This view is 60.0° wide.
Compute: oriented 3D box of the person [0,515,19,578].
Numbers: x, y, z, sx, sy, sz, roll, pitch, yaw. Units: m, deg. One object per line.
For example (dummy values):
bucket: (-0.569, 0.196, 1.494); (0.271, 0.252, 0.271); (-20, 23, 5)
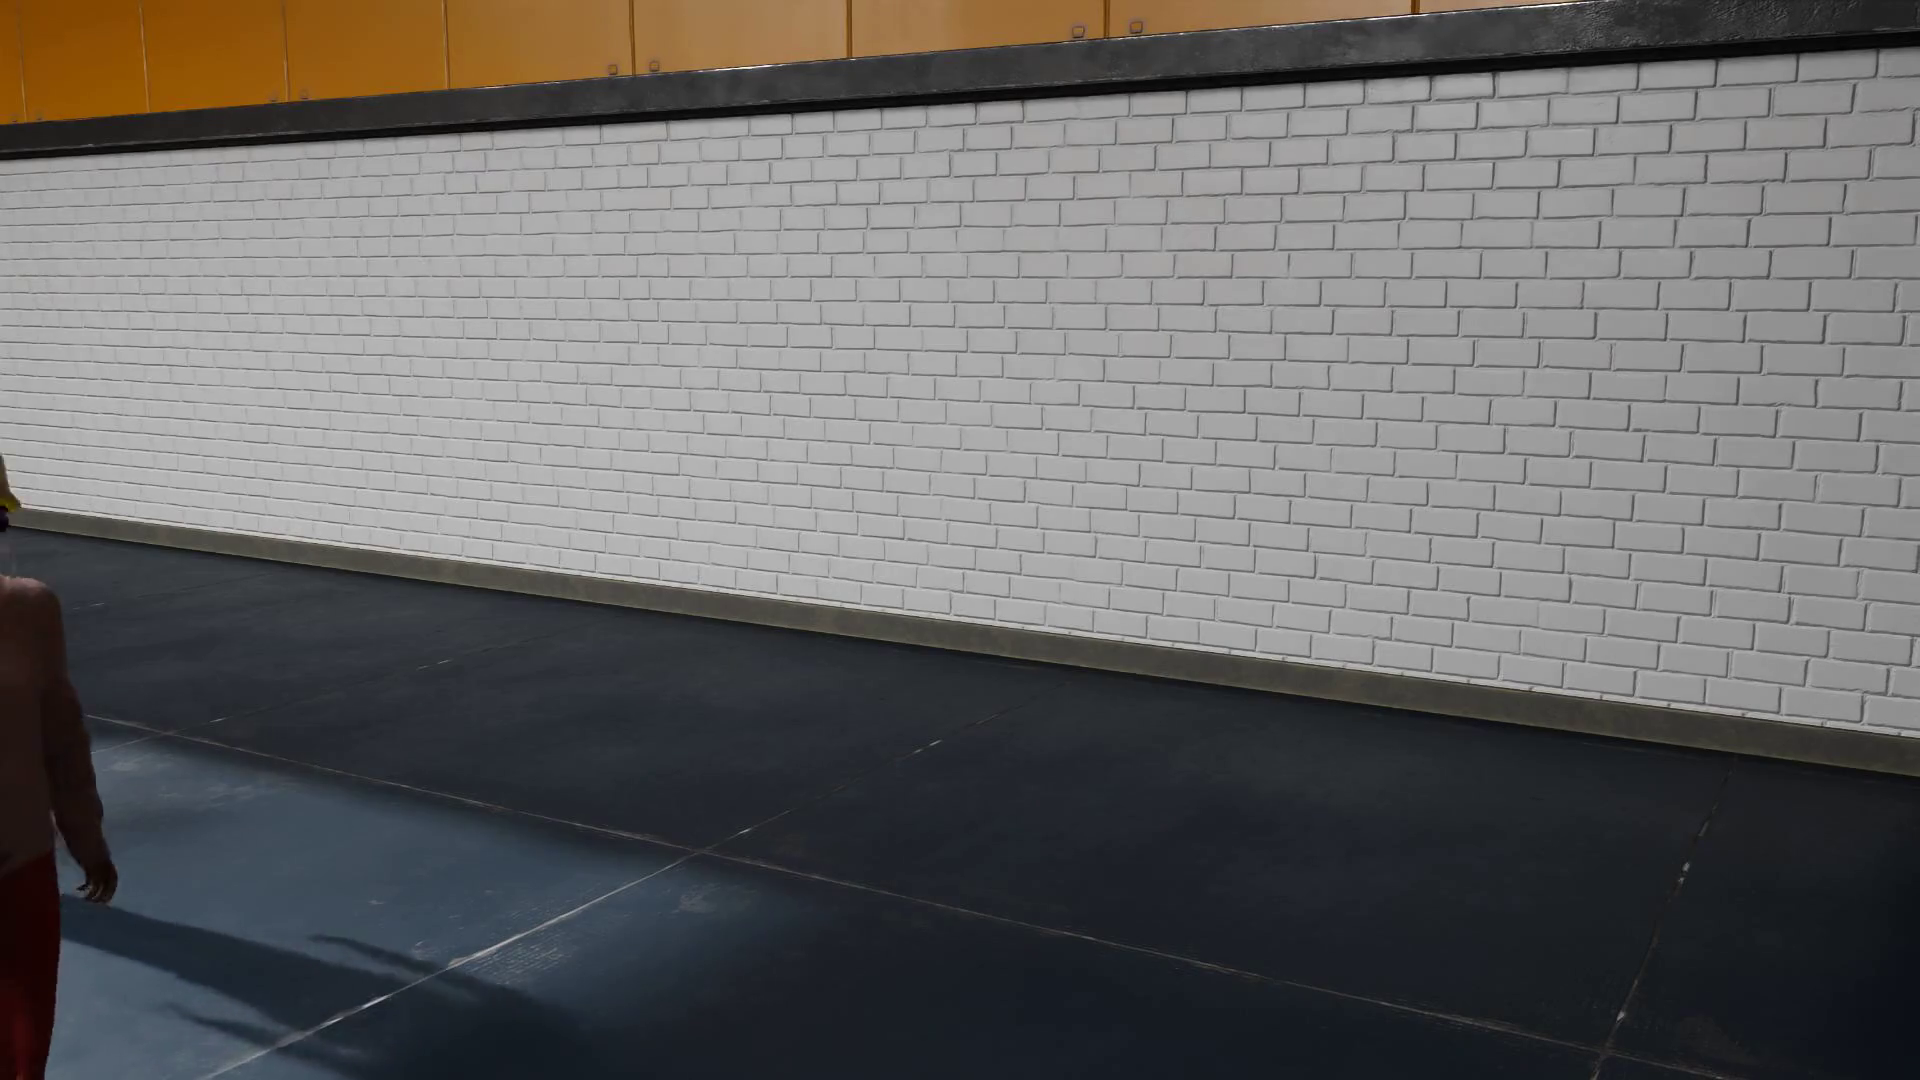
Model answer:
person: (-3.329, 0.223, 5.459); (0.526, 1.867, 0.615); (2, 9, 12)

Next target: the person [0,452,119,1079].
person: (-1.875, 0.645, 3.201); (0.360, 1.758, 0.528); (2, 9, 14)
